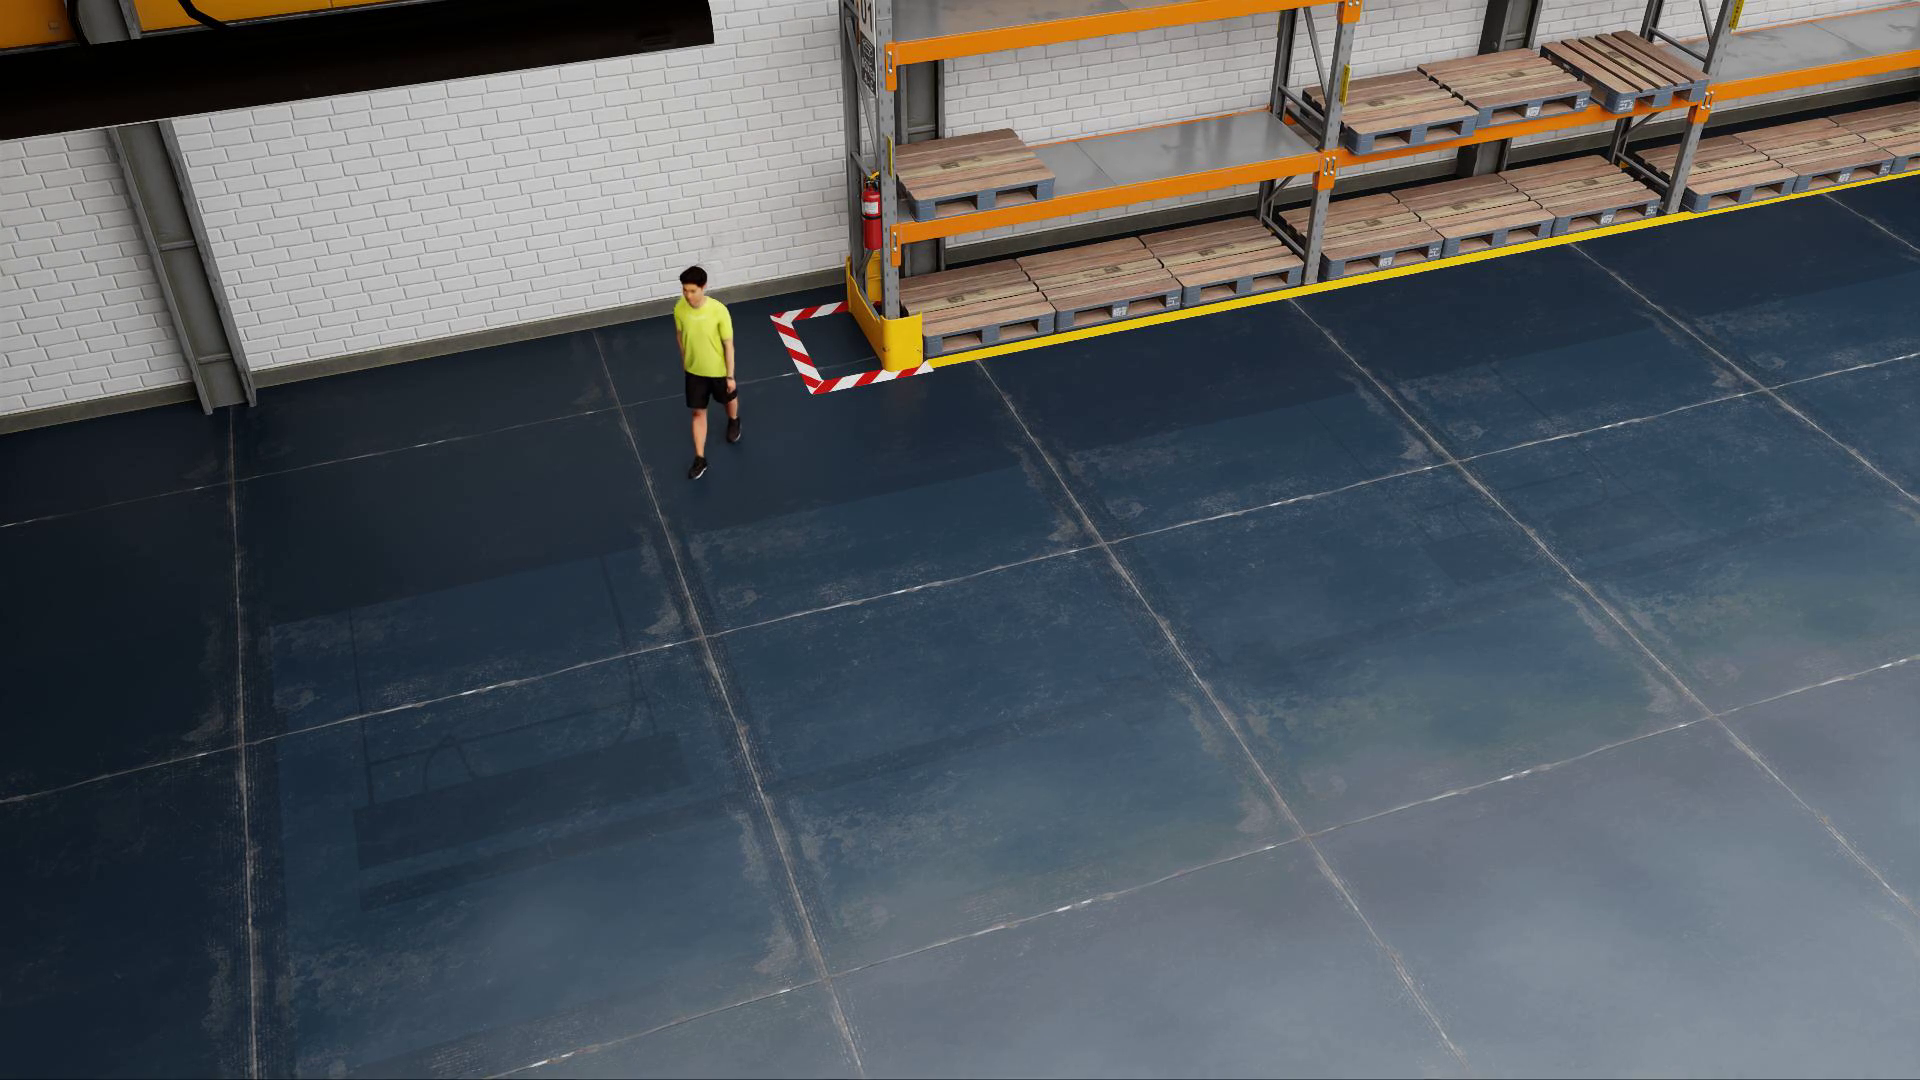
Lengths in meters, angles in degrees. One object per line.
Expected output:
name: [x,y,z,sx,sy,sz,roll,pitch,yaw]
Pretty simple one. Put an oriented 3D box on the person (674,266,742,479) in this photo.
person: [-1.876,-1.365,12.619,1.139,1.663,1.060,7,39,9]
